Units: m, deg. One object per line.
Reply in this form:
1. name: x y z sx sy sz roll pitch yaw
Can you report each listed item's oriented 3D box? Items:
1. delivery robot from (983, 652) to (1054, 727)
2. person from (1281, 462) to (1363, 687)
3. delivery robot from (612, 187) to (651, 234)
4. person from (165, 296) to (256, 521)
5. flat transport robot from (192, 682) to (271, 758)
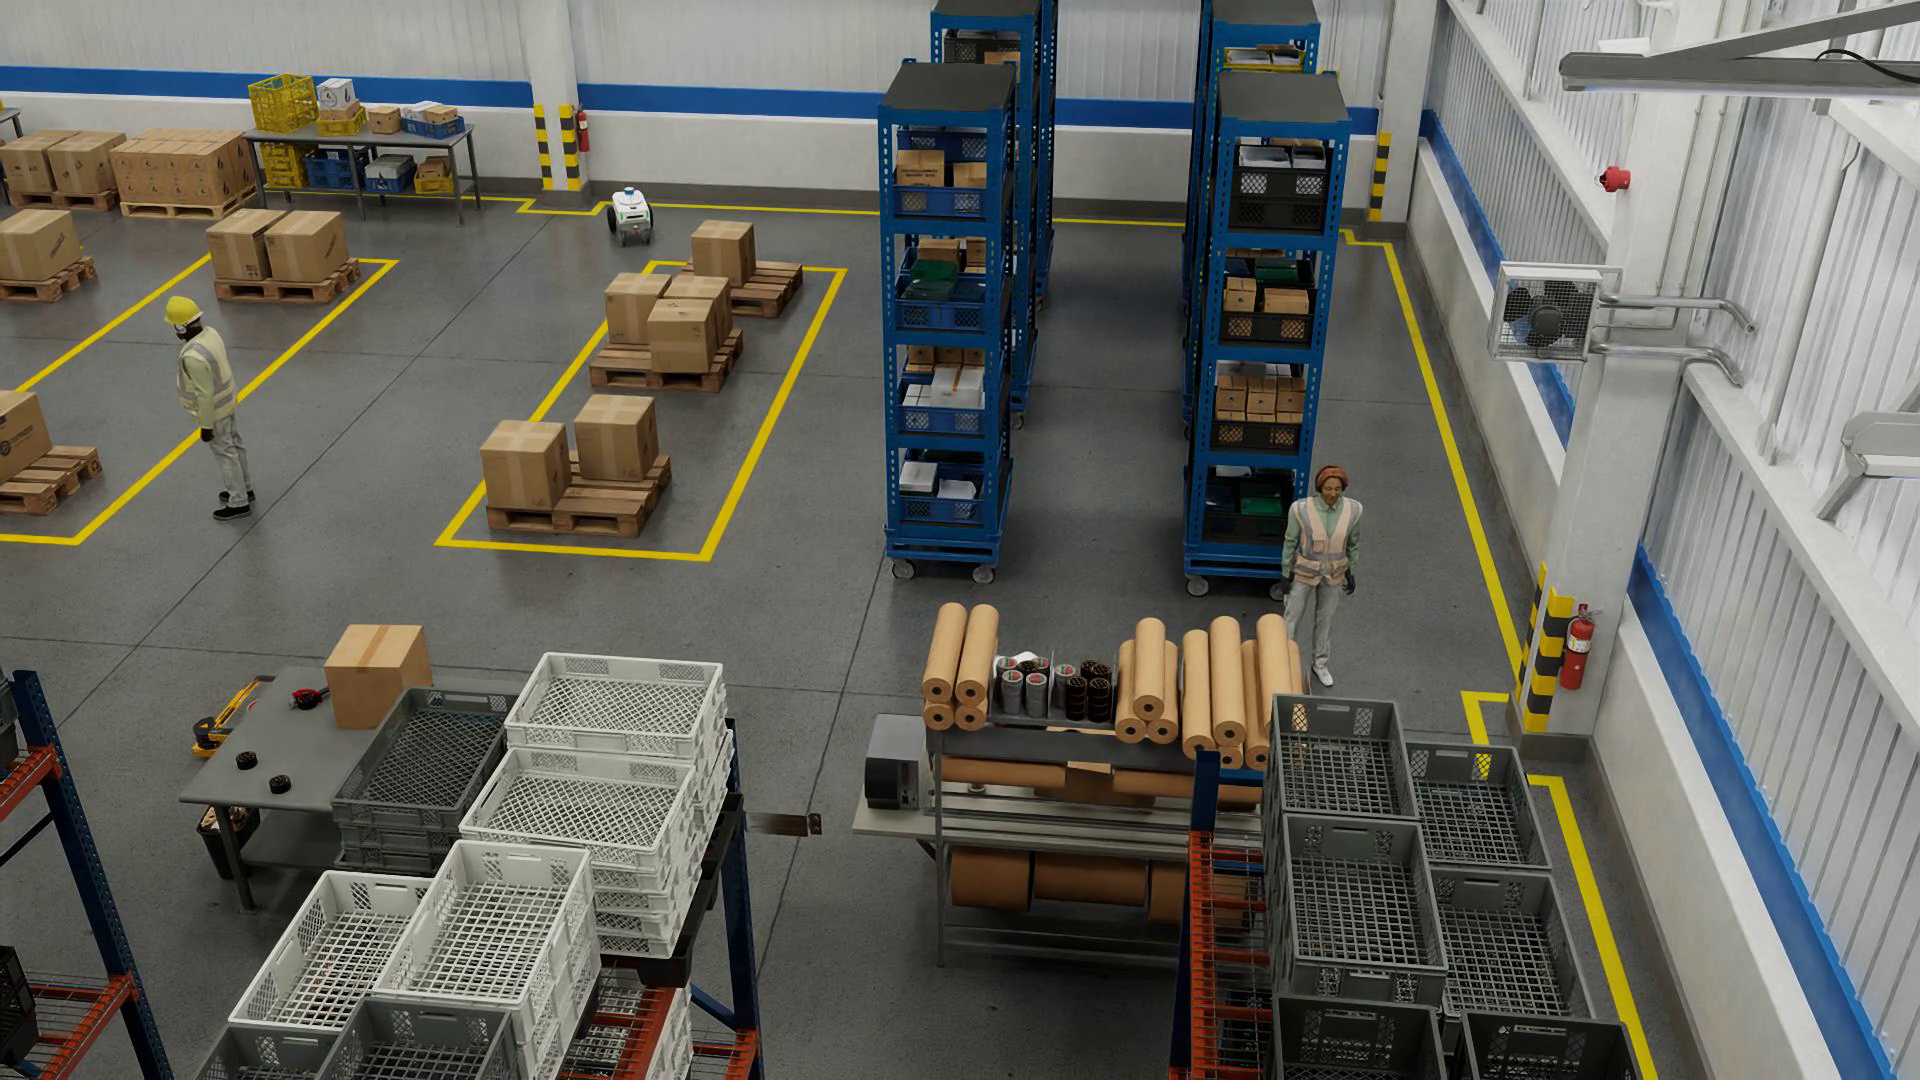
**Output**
1. delivery robot: 0.256 0.969 10.611 0.707 0.478 0.477 -22 37 -32
2. person: 2.343 0.234 10.890 0.514 1.642 0.310 -3 30 -5
3. delivery robot: -3.685 -3.706 18.642 0.477 0.478 0.707 -9 31 -14
4. person: -5.801 -1.026 12.872 0.404 1.828 0.591 -4 30 -7
5. flat transport robot: -4.089 1.163 10.648 1.431 0.197 0.652 3 30 6
